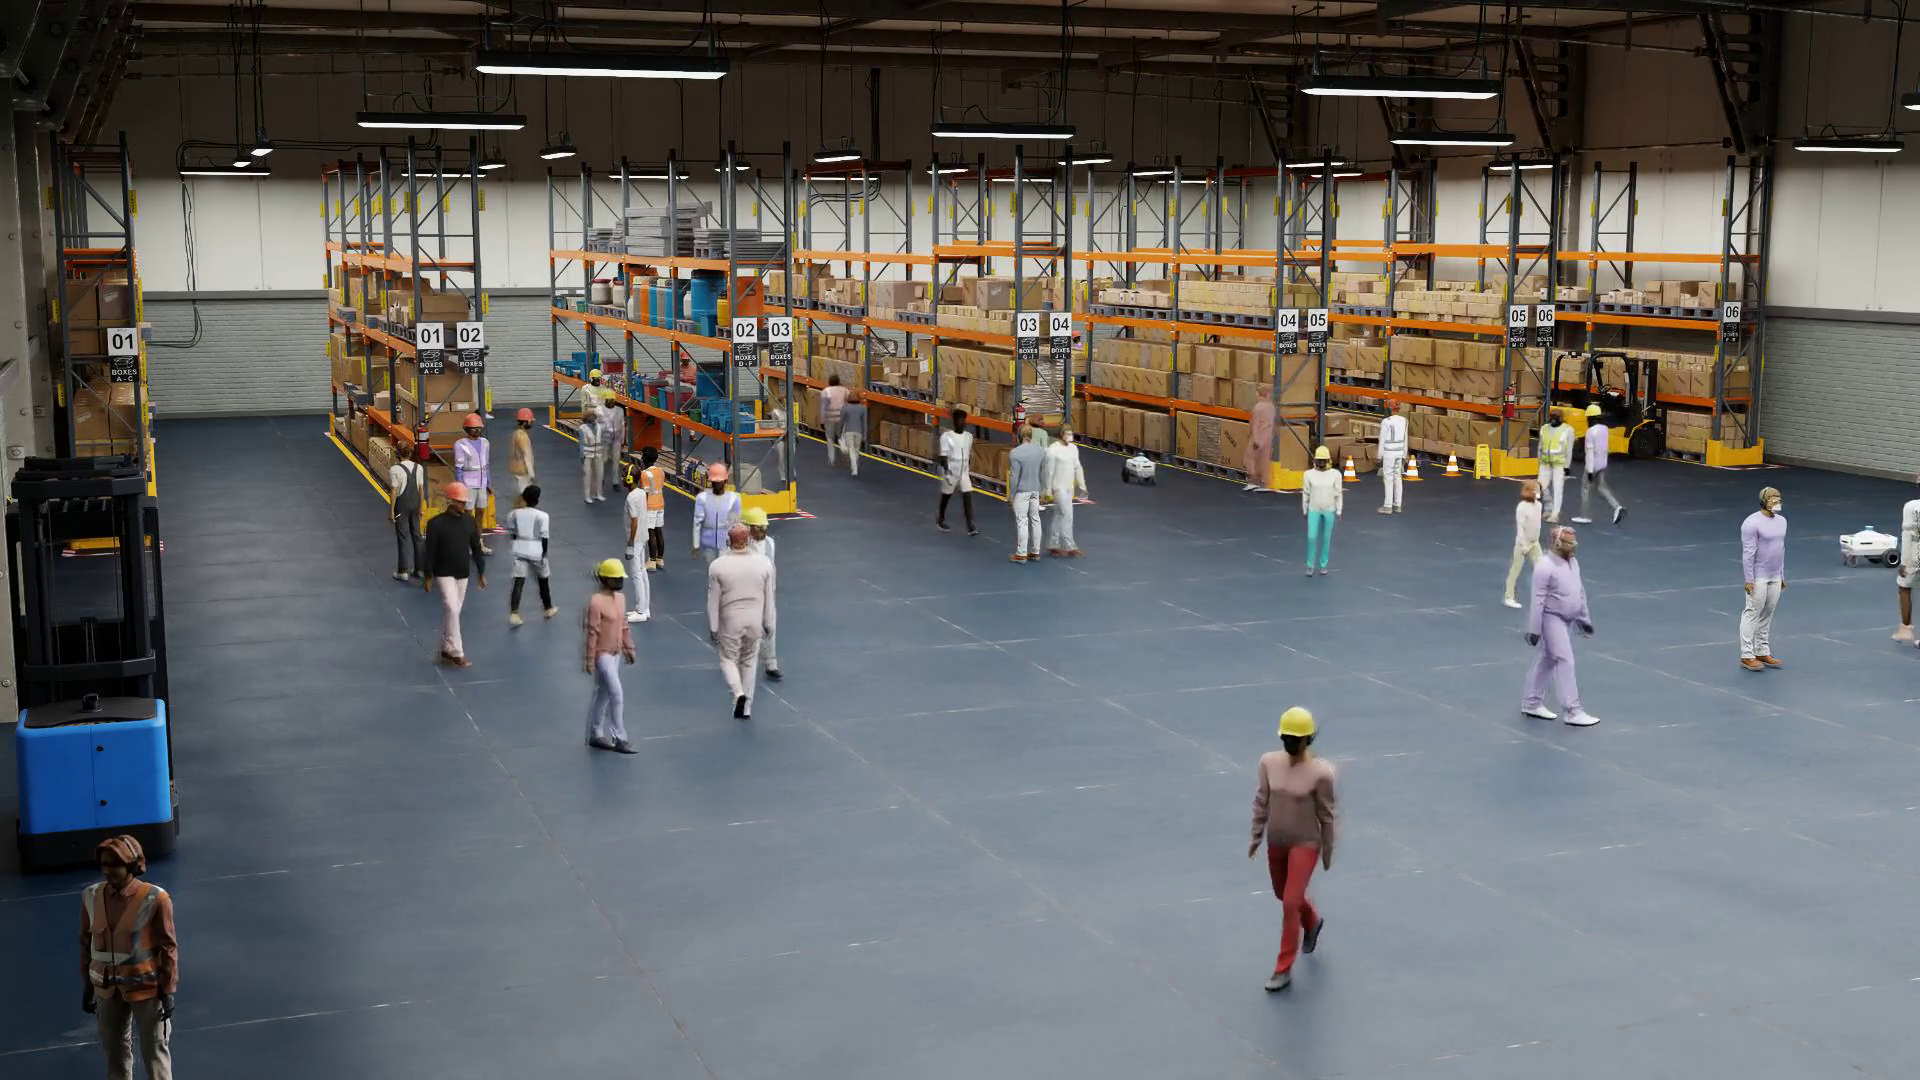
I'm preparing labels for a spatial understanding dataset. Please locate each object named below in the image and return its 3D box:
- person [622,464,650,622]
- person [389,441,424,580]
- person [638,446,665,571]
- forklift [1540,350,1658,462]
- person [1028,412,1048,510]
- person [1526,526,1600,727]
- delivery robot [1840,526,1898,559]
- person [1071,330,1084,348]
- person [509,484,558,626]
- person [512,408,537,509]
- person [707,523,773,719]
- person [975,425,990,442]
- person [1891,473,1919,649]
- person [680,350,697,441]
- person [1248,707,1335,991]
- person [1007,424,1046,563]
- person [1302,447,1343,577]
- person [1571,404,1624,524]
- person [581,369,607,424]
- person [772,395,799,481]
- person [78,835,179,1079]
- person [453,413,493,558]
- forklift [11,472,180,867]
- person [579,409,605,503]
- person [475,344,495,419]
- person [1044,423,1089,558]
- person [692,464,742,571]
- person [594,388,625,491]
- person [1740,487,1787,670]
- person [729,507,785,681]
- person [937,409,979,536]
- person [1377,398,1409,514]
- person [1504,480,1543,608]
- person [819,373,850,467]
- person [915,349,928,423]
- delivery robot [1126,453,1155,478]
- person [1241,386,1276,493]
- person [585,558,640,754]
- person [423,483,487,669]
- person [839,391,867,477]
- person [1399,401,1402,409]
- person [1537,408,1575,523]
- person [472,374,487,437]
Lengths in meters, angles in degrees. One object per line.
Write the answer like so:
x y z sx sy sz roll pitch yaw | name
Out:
-3.870 0.030 24.872 0.332 1.874 0.520 1 9 8 | person
-7.355 -0.400 27.853 0.330 1.839 0.502 7 11 40 | person
-4.212 -0.436 28.555 0.317 1.696 0.538 3 9 18 | person
12.897 -2.725 42.309 2.313 2.155 1.214 -3 9 -21 | forklift
1.235 -1.302 34.565 0.503 1.630 0.283 6 10 35 | person
5.739 0.810 19.700 0.918 1.867 0.645 7 11 38 | person
12.554 0.050 28.938 0.707 0.478 0.477 -1 8 -6 | delivery robot
3.100 -4.576 55.391 0.388 1.927 0.547 2 9 13 | person
-5.059 0.170 24.678 0.547 1.649 0.896 2 9 15 | person
-6.595 -1.047 31.888 0.477 1.917 0.556 -3 9 -17 | person
-2.066 0.782 19.803 0.649 1.889 0.616 -3 9 -21 | person
0.482 -3.110 45.826 0.582 1.877 0.969 -1 9 -7 | person
10.680 0.198 23.252 0.648 2.014 0.754 0 9 -3 | person
-5.975 -3.152 45.679 0.622 1.990 0.388 -3 9 -20 | person
2.122 1.864 13.085 0.520 1.737 0.825 7 11 40 | person
0.916 -0.656 29.224 0.629 1.940 0.373 -7 11 -39 | person
4.849 -0.373 28.000 0.530 1.741 0.746 1 9 7 | person
10.012 -1.178 32.815 0.591 1.896 0.776 -7 11 -39 | person
-7.285 -2.506 41.894 0.596 1.837 0.404 -7 11 -38 | person
-3.184 -1.837 38.201 0.540 1.589 0.869 -2 9 -12 | person
-4.198 2.288 10.585 0.524 1.639 0.306 2 9 10 | person
-6.876 -0.782 29.713 0.382 2.041 0.616 6 10 35 | person
-6.630 0.886 15.957 1.129 2.768 1.873 -3 9 -21 | forklift
-6.234 -1.412 35.330 0.532 1.609 0.506 -7 11 -39 | person
-11.737 -3.844 50.859 0.713 1.831 0.521 0 9 -2 | person
1.563 -0.692 29.538 0.826 1.912 0.633 6 10 35 | person
-2.857 0.055 24.639 0.567 1.885 0.997 0 9 1 | person
-6.248 -1.802 37.261 0.607 1.815 0.648 -5 10 -28 | person
8.530 0.397 22.201 0.631 1.940 0.372 -6 10 -33 | person
-2.176 0.536 21.734 0.806 1.807 0.601 8 12 44 | person
-0.060 -1.042 31.902 0.605 1.920 1.022 -5 10 -30 | person
7.070 -1.379 34.224 0.588 1.883 0.368 -6 11 -37 | person
6.991 0.069 25.520 0.530 1.586 0.840 -7 11 -38 | person
-2.424 -2.329 40.736 0.644 1.827 0.578 -3 9 -19 | person
-0.940 -3.422 47.858 0.579 1.882 0.340 -8 12 -42 | person
3.300 -1.347 38.250 0.477 0.478 0.707 -2 9 -15 | delivery robot
5.264 -1.777 36.901 0.571 1.873 0.645 7 11 40 | person
-3.046 1.031 18.617 0.747 1.735 0.549 3 9 21 | person
-5.313 0.375 22.249 0.877 1.958 0.642 8 12 42 | person
-2.002 -2.011 39.389 0.515 1.592 0.841 -2 9 -14 | person
10.014 -3.421 48.338 0.483 1.737 0.320 8 11 41 | person
9.413 -1.188 33.177 0.625 1.819 0.440 8 11 42 | person
-10.023 -2.749 43.171 0.614 1.948 1.029 -3 9 -22 | person
